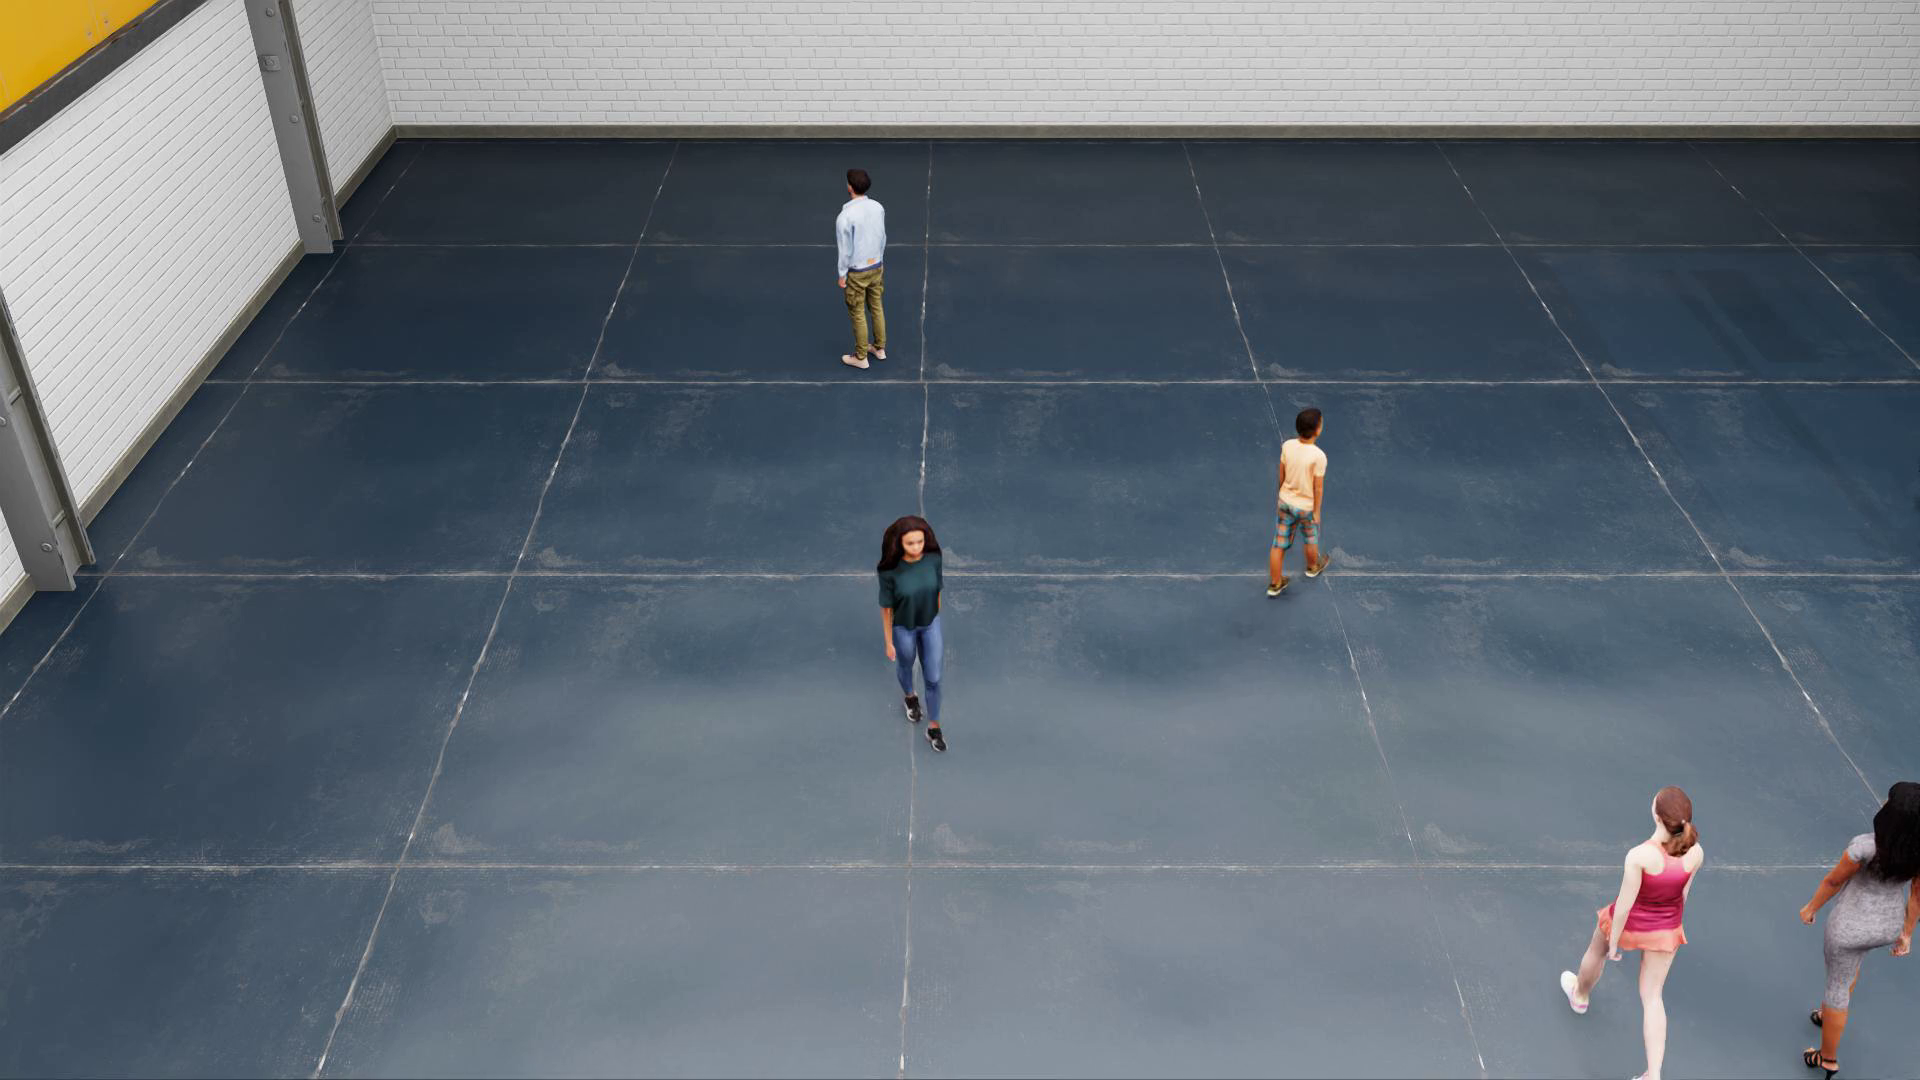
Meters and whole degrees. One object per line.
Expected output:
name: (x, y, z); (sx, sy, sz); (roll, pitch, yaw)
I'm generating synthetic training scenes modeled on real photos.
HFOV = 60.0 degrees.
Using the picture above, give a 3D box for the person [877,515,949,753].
person: (-0.318, 0.497, 10.468); (0.756, 1.593, 0.940); (-10, 35, -15)

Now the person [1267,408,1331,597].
person: (2.341, -0.226, 11.693); (0.843, 1.442, 0.936); (24, 41, 32)

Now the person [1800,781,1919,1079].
person: (4.433, 1.975, 8.091); (0.615, 1.764, 0.708); (-4, 34, -5)

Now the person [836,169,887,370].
person: (-0.854, -2.382, 14.602); (0.801, 1.811, 0.741); (29, 43, 36)

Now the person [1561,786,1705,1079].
person: (3.383, 1.965, 8.150); (0.551, 1.716, 1.135); (0, 34, 1)
